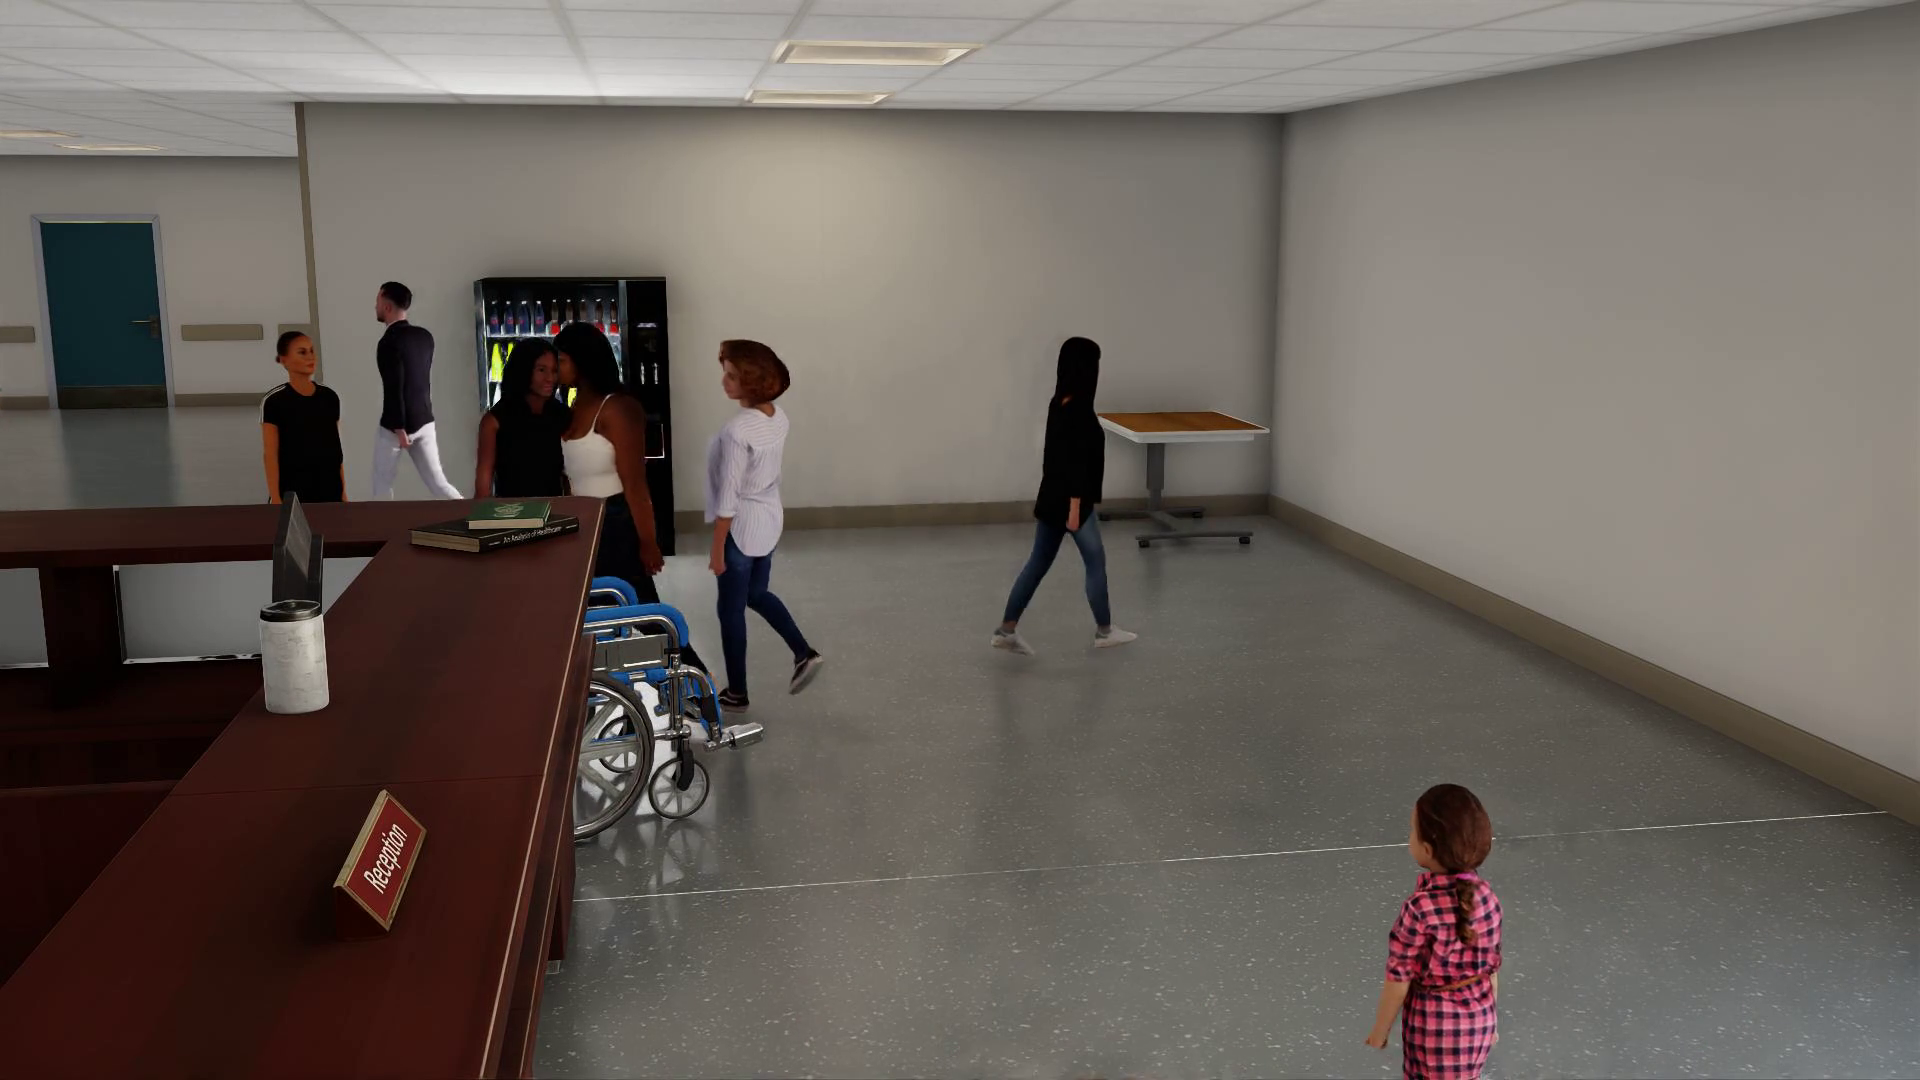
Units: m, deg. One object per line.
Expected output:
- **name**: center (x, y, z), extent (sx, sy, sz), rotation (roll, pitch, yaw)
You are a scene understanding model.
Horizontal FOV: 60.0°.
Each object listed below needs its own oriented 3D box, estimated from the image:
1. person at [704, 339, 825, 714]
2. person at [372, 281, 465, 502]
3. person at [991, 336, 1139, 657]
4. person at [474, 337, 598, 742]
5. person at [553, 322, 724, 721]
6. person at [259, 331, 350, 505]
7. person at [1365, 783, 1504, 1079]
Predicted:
- **person**: center (-0.885, -0.041, 7.408), extent (0.968, 1.691, 0.887), rotation (7, 13, 33)
- **person**: center (-3.419, -0.703, 10.597), extent (1.310, 1.802, 1.079), rotation (4, 11, 20)
- **person**: center (0.471, -0.179, 8.347), extent (1.148, 1.612, 0.829), rotation (-6, 12, -29)
- **person**: center (-1.826, 0.032, 6.984), extent (1.061, 1.705, 0.950), rotation (-5, 12, -23)
- **person**: center (-1.355, -0.007, 7.051), extent (1.307, 1.756, 1.002), rotation (-8, 13, -36)
- **person**: center (-3.334, -0.231, 8.470), extent (0.730, 1.667, 0.655), rotation (9, 14, 39)
- **person**: center (1.066, 1.034, 3.556), extent (0.524, 1.014, 0.574), rotation (-7, 13, -32)
